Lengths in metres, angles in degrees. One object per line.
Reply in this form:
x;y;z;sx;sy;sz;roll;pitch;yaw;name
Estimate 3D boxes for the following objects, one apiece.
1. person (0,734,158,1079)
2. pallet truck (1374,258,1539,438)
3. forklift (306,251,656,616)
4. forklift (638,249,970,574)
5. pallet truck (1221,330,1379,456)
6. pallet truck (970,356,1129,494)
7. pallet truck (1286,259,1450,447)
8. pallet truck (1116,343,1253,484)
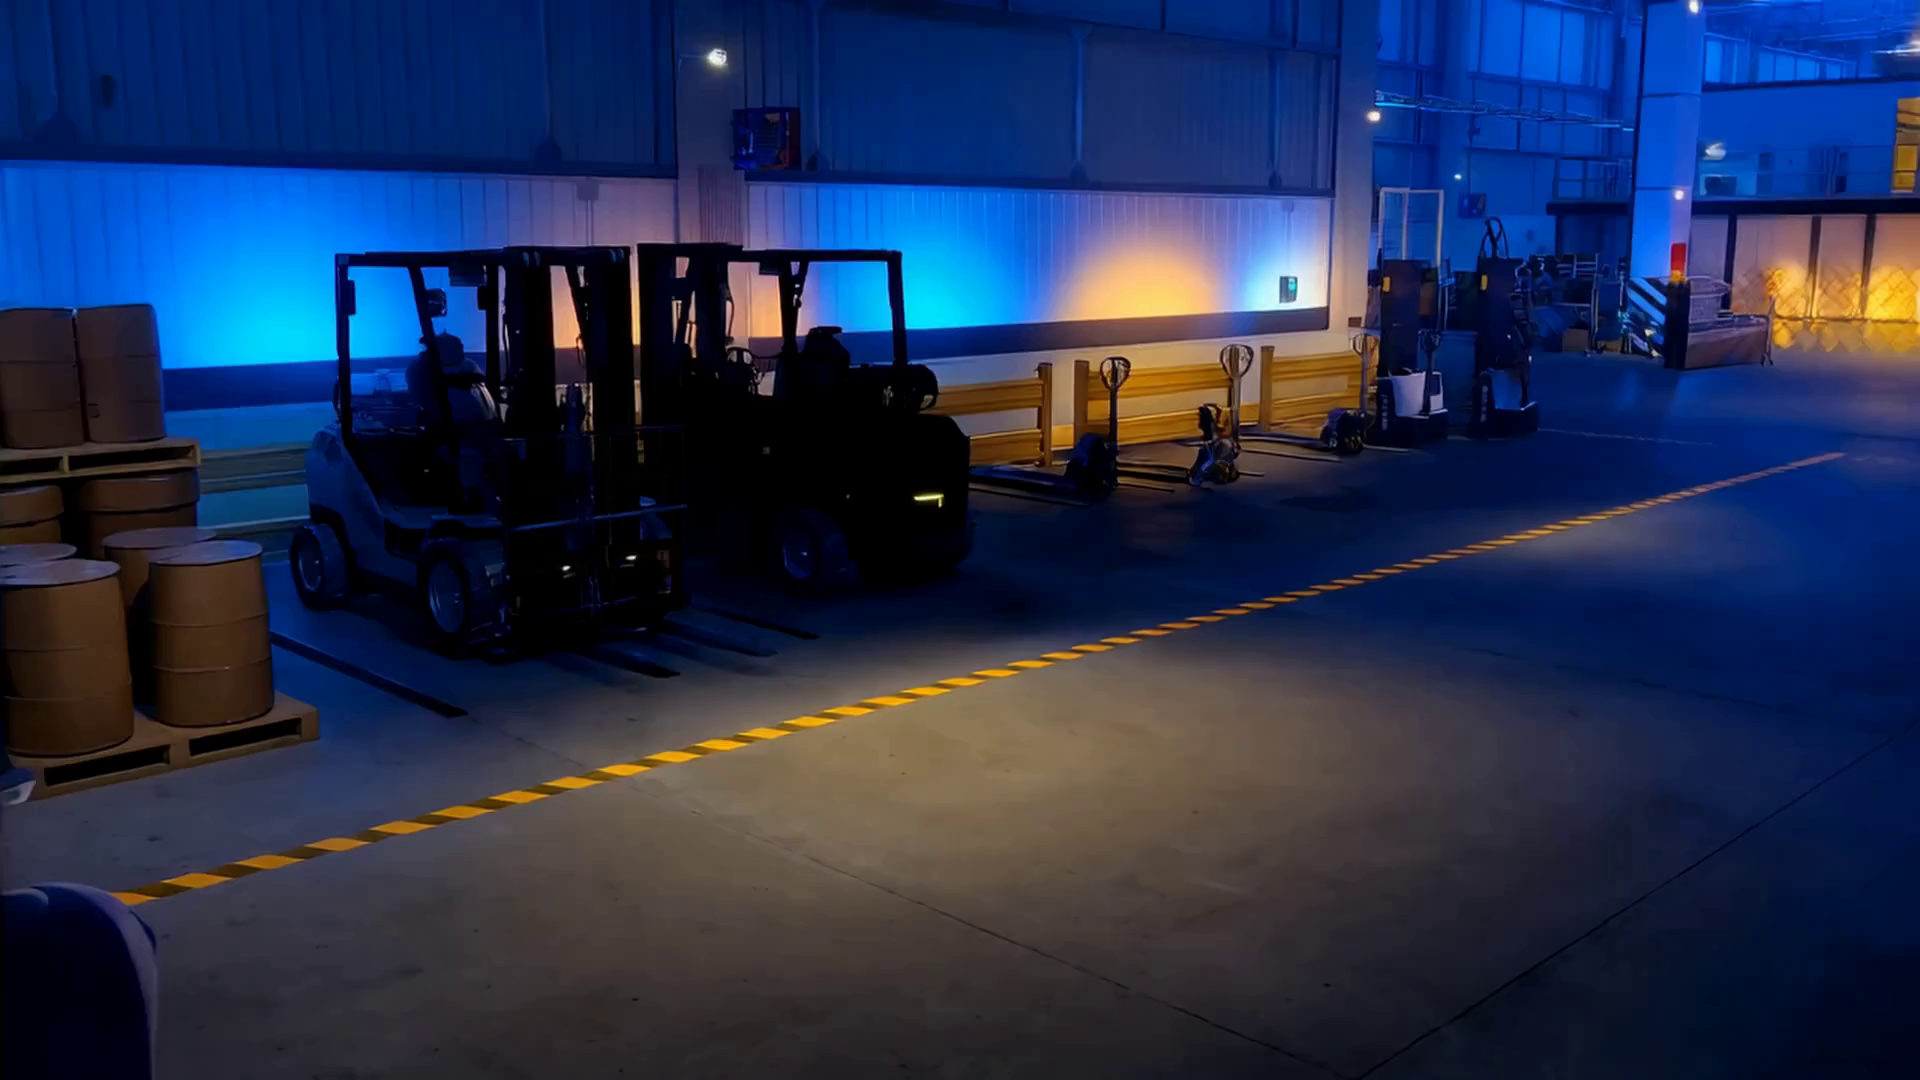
-1.073;1.008;1.812;0.403;1.831;0.597;-1;10;-3;person
5.704;-2.208;18.901;1.885;1.965;0.823;10;14;43;pallet truck
-2.833;-0.669;9.694;1.157;1.987;2.680;-10;14;-44;forklift
-1.173;-0.958;11.239;2.680;1.987;1.157;10;14;43;forklift
3.563;-1.581;17.381;0.653;1.274;1.630;-10;14;-44;pallet truck
0.784;-1.085;14.876;0.680;1.201;1.601;-10;14;-44;pallet truck
4.493;-2.078;18.196;0.823;1.965;1.885;-9;14;-40;pallet truck
1.962;-1.215;15.415;1.522;1.261;0.704;10;14;43;pallet truck
